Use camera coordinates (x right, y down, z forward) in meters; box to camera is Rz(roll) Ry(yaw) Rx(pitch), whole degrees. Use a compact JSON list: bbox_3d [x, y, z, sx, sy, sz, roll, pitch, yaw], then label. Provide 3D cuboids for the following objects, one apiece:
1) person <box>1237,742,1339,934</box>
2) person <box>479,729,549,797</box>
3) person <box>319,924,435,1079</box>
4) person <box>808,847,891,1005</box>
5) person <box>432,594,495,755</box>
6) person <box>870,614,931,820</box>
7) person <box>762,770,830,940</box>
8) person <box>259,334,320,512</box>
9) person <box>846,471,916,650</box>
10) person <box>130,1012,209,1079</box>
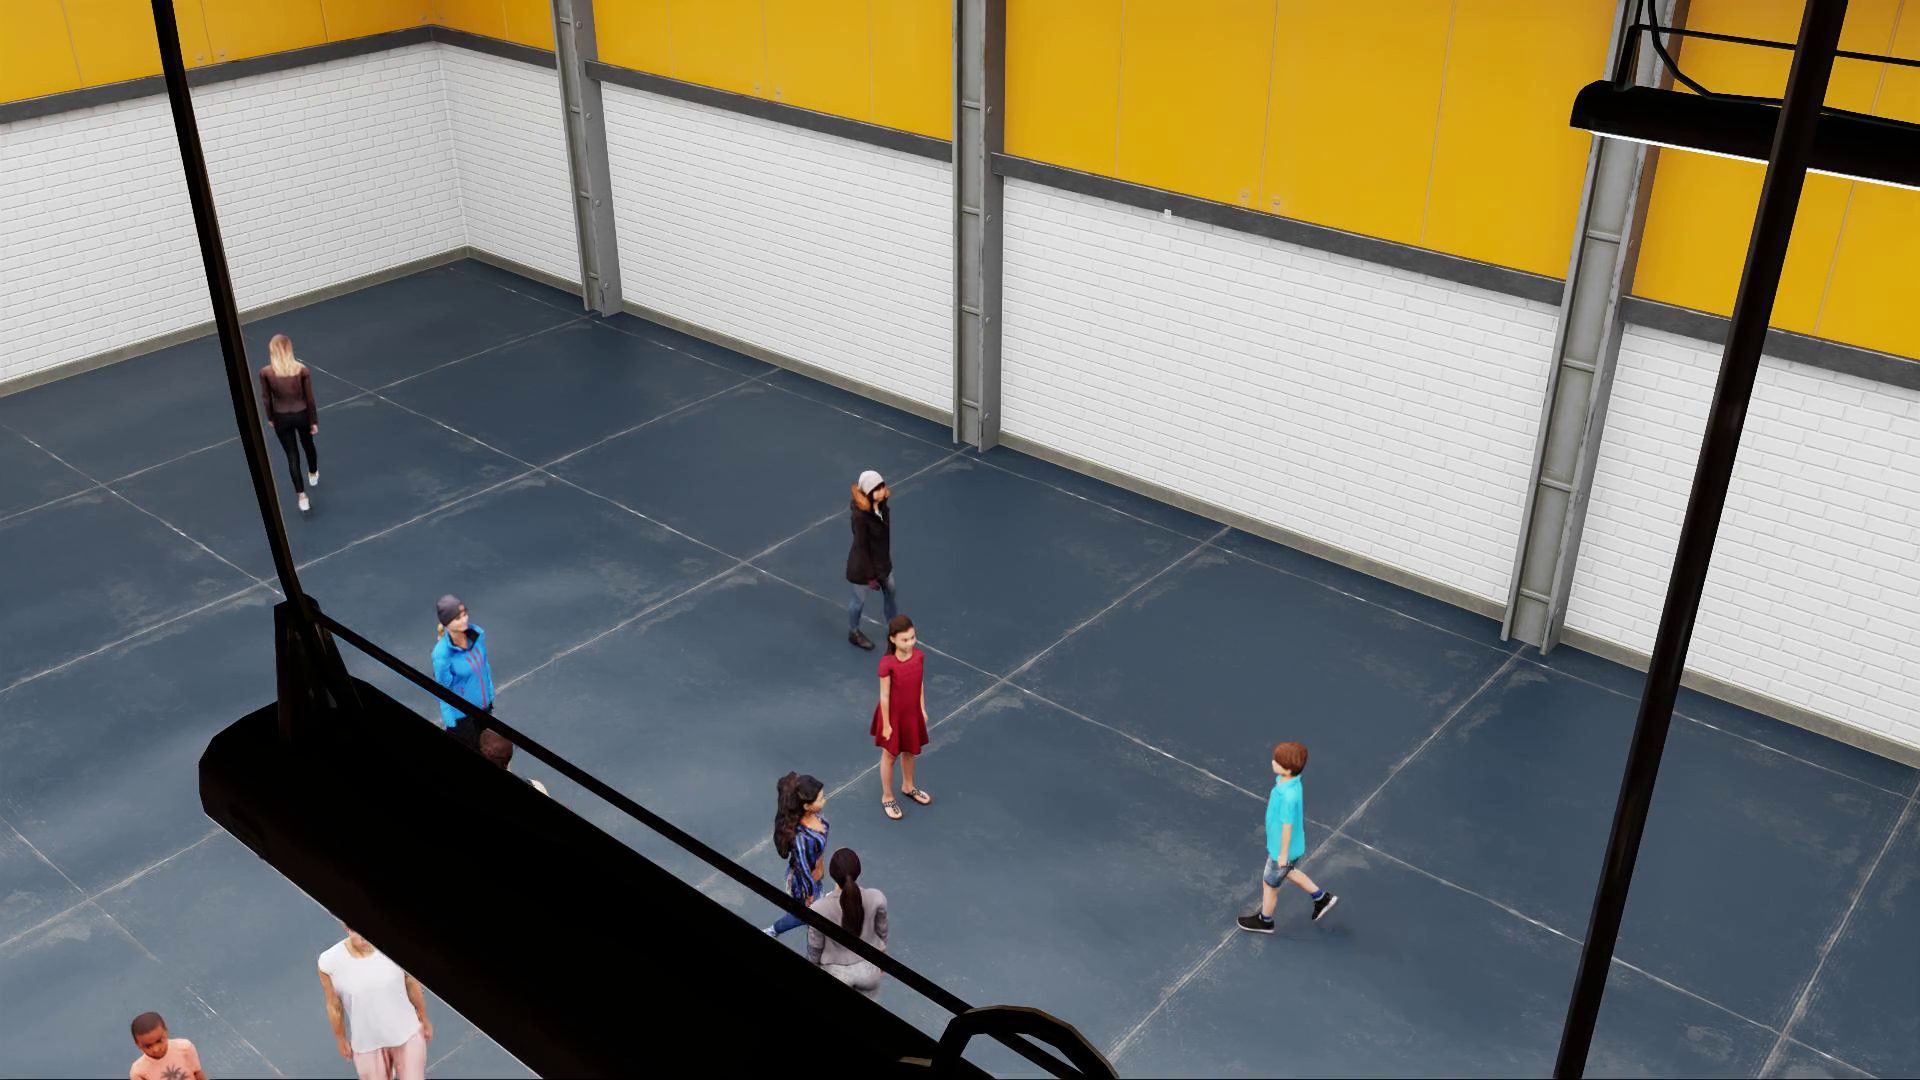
[{"bbox_3d":[2.115,1.892,10.456,0.922,1.434,0.762,5,29,10],"label":"person"},{"bbox_3d":[-2.592,2.023,9.801,0.903,1.832,1.269,-17,33,-28],"label":"person"},{"bbox_3d":[-3.076,2.554,8.889,0.852,1.773,0.972,-12,31,-21],"label":"person"},{"bbox_3d":[-0.618,2.405,9.261,0.727,1.678,0.753,-9,30,-16],"label":"person"},{"bbox_3d":[-3.446,1.157,11.444,1.029,1.778,0.740,15,32,25],"label":"person"},{"bbox_3d":[-0.411,1.196,11.609,0.595,1.553,0.651,-21,35,-33],"label":"person"},{"bbox_3d":[-0.984,2.066,9.957,0.994,1.607,0.895,2,29,3],"label":"person"},{"bbox_3d":[-6.289,-1.074,15.655,0.942,1.662,1.201,-11,31,-20],"label":"person"},{"bbox_3d":[-0.788,0.160,13.443,0.819,1.614,0.671,19,34,30],"label":"person"},{"bbox_3d":[-4.103,2.926,8.703,0.543,1.297,0.900,-25,37,-38],"label":"person"}]
